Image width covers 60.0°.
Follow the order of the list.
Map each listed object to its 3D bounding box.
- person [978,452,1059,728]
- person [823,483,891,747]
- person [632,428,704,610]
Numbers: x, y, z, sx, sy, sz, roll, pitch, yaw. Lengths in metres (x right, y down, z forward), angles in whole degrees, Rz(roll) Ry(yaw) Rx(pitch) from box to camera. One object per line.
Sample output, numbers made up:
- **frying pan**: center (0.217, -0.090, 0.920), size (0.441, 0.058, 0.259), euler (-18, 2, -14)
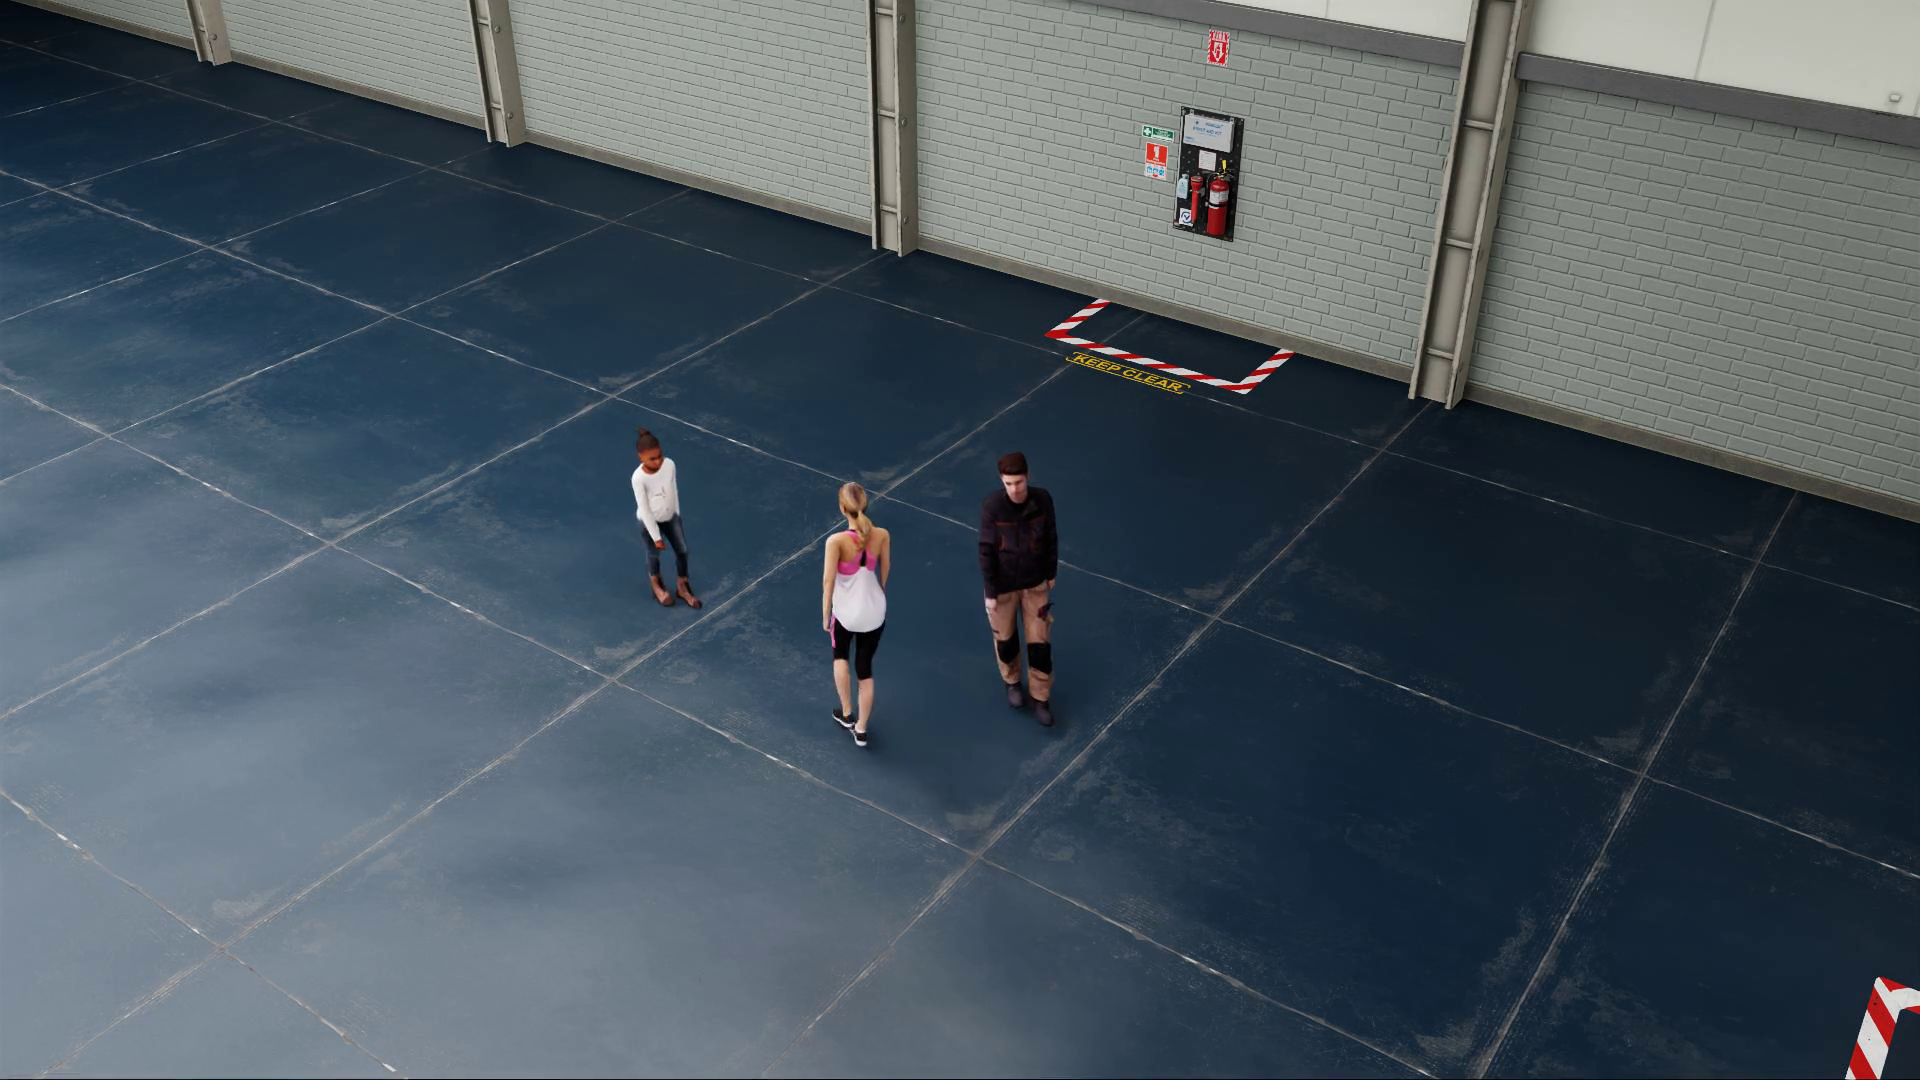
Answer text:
- **person**: center (0.337, 0.239, 10.596), size (0.936, 1.901, 0.997), euler (-7, 33, -11)
- **person**: center (-0.592, 0.528, 10.275), size (0.776, 1.755, 0.819), euler (-15, 35, -22)
- **person**: center (-2.158, -0.172, 11.679), size (0.625, 1.442, 0.726), euler (-28, 42, -36)
